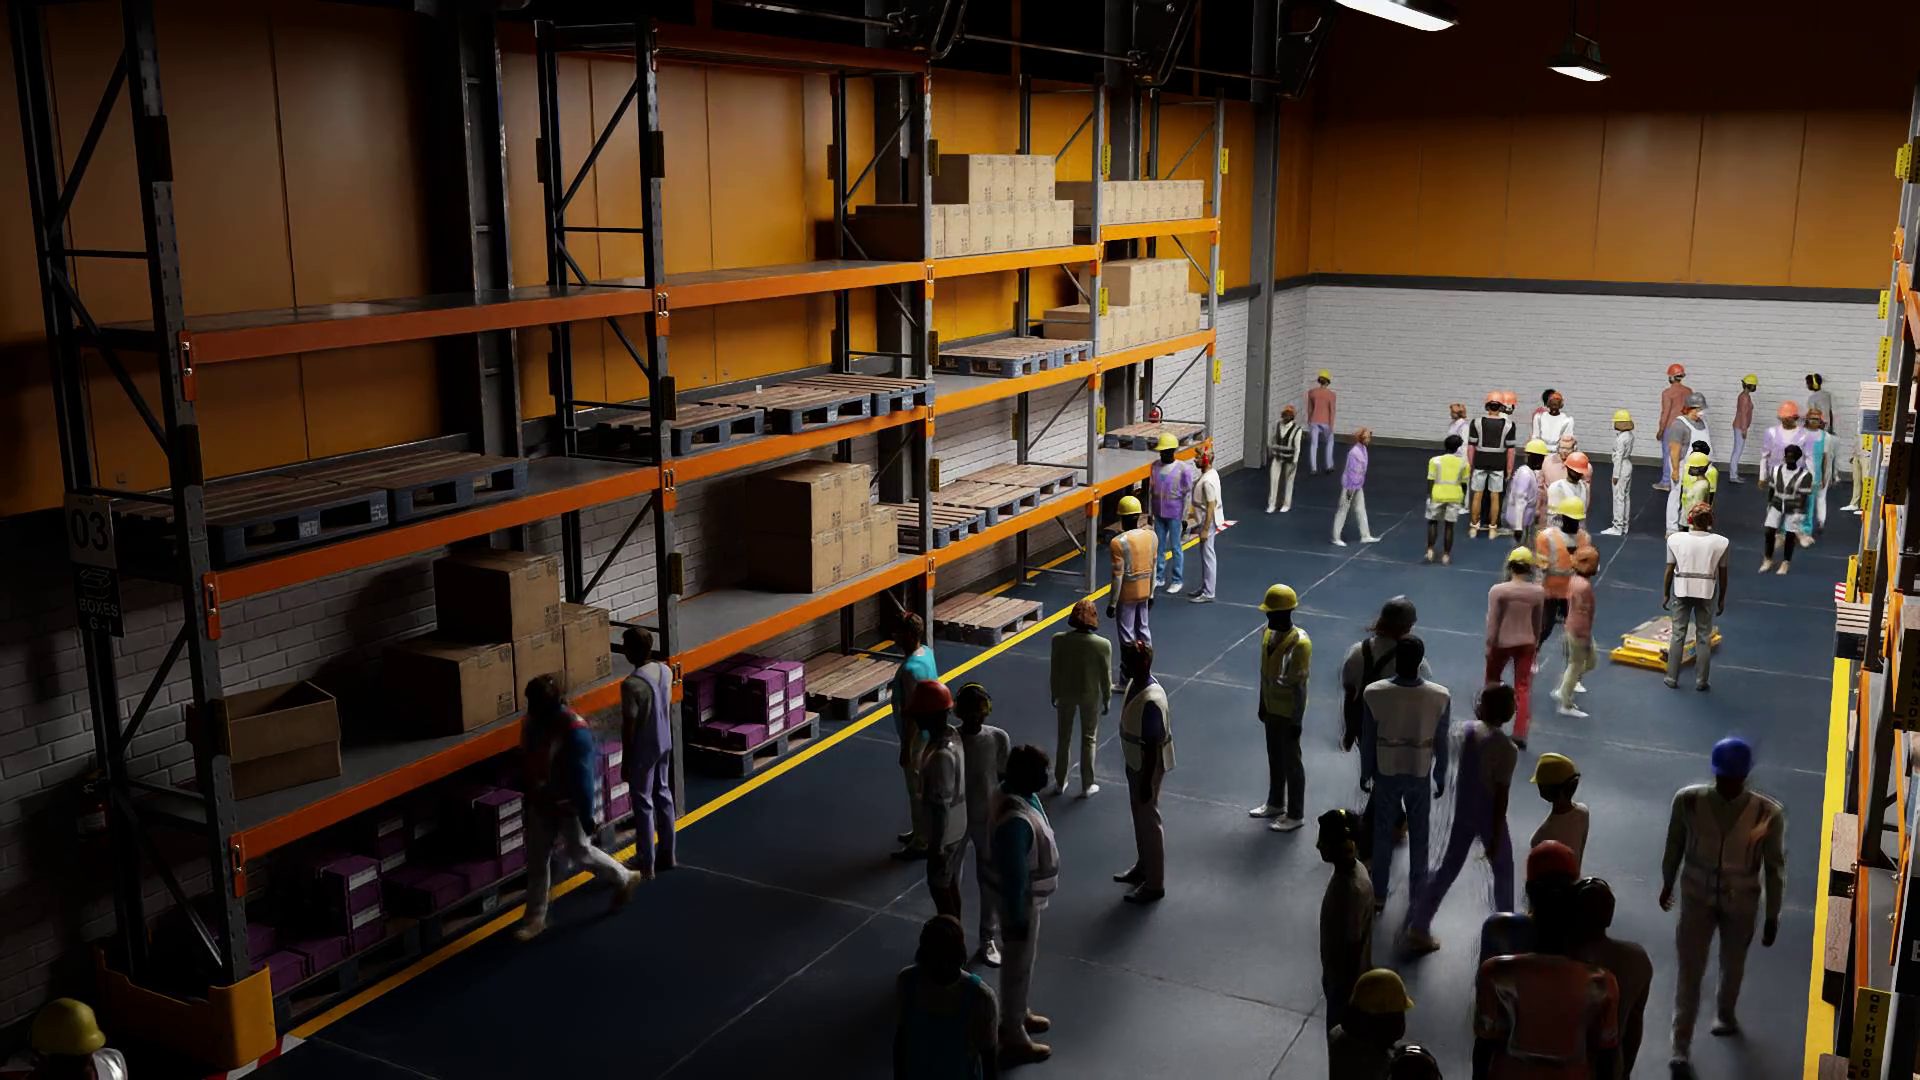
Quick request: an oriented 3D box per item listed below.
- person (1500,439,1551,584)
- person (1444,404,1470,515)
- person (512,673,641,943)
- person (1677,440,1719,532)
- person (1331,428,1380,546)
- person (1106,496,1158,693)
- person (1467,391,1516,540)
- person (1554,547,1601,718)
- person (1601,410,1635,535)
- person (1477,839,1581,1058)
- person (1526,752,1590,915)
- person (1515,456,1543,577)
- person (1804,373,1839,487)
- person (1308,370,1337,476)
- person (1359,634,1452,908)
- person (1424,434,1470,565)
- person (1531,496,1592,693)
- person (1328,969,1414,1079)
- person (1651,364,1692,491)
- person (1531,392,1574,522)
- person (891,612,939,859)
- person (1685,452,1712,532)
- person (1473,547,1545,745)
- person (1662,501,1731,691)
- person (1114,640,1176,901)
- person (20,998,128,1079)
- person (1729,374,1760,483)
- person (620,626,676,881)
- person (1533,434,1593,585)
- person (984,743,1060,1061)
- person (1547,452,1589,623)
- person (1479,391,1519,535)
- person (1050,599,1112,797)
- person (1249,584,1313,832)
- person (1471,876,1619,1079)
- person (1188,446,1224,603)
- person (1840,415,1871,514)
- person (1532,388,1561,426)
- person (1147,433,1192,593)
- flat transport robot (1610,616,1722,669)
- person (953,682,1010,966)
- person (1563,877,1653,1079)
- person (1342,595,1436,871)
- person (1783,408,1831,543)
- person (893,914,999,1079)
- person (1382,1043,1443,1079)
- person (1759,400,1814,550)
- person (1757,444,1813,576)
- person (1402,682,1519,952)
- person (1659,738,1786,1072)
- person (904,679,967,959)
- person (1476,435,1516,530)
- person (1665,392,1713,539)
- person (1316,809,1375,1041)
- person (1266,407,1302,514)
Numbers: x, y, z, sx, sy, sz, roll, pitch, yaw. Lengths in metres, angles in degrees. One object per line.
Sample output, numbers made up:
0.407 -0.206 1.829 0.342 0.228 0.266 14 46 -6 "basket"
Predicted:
6.600 -0.228 19.458 0.495 1.904 0.627 5 14 21 "person"
7.308 -1.199 24.417 0.331 1.626 0.511 -2 13 -9 "person"
-2.592 1.710 11.013 0.661 1.805 0.840 10 16 37 "person"
9.189 -0.417 20.768 0.320 1.694 0.533 -5 14 -23 "person"
5.328 -0.705 22.269 0.669 1.600 0.543 7 14 28 "person"
1.637 0.526 16.018 0.593 1.923 0.382 -10 16 -37 "person"
7.230 -1.016 22.691 0.613 2.031 0.410 4 13 16 "person"
5.715 0.852 15.239 0.358 1.618 0.510 5 14 23 "person"
9.112 -0.933 22.985 0.320 1.738 0.483 10 16 37 "person"
2.705 2.343 7.746 0.610 1.981 0.982 6 14 26 "person"
3.375 2.063 9.509 0.325 1.762 0.524 12 17 43 "person"
7.073 -0.346 20.578 0.501 1.632 0.280 0 13 1 "person"
13.595 -1.719 26.258 0.567 1.842 0.520 -8 15 -32 "person"
6.014 -1.954 27.530 0.537 1.737 0.773 8 15 33 "person"
3.017 1.576 11.322 0.591 1.922 0.392 2 13 9 "person"
6.238 -0.519 21.263 0.548 1.660 0.471 2 13 8 "person"
5.868 0.485 16.269 0.598 1.894 0.823 -2 13 -8 "person"
1.718 2.626 7.051 0.330 1.735 0.489 -4 13 -17 "person"
11.205 -1.773 26.170 0.629 1.989 0.398 -7 14 -27 "person"
8.424 -1.171 23.722 0.576 1.880 0.360 7 14 29 "person"
-0.315 1.424 12.171 0.384 1.845 0.565 2 13 10 "person"
8.591 -0.159 19.456 0.340 1.761 0.524 6 14 27 "person"
4.897 0.909 14.773 0.540 1.705 0.934 -1 13 -3 "person"
7.093 0.551 16.072 0.565 1.849 0.388 5 14 21 "person"
1.283 1.576 11.524 0.395 1.836 0.561 -2 13 -7 "person"
-3.507 2.669 6.651 0.403 1.824 0.593 5 14 23 "person"
12.621 -1.793 26.783 0.340 1.761 0.525 5 14 21 "person"
-2.228 1.507 11.832 0.353 1.838 0.509 7 14 28 "person"
7.169 -0.322 19.857 0.642 1.907 0.410 7 14 28 "person"
0.354 2.034 9.475 0.428 1.836 0.639 1 13 3 "person"
6.780 -0.036 18.525 0.543 1.928 0.373 -6 14 -24 "person"
7.491 -1.070 23.031 0.416 1.986 0.617 -3 13 -13 "person"
0.971 1.269 13.372 0.503 1.623 0.298 3 13 15 "person"
2.449 1.268 12.719 0.408 1.918 0.584 -5 14 -21 "person"
2.572 2.432 7.387 0.614 1.963 0.362 3 13 12 "person"
2.876 -0.179 19.347 0.396 1.847 0.565 2 13 7 "person"
13.237 -1.196 24.384 0.274 1.632 0.507 -1 13 -6 "person"
8.988 -1.508 25.685 0.709 1.674 0.534 -4 13 -19 "person"
2.471 -0.326 19.828 0.594 1.924 0.382 12 17 42 "person"
7.391 1.058 17.368 0.652 0.197 1.431 11 17 40 "flat transport robot"
0.068 1.790 10.509 0.511 1.861 0.331 -1 13 -5 "person"
2.768 2.428 7.469 0.637 1.938 0.355 -5 14 -21 "person"
3.196 1.344 12.090 0.977 2.000 0.696 -8 15 -33 "person"
11.425 -0.868 22.436 0.505 1.847 0.347 2 13 10 "person"
-0.079 2.505 7.349 0.506 1.841 0.346 6 14 24 "person"
1.657 2.756 6.227 0.504 1.840 0.341 1 13 5 "person"
10.950 -0.855 22.006 0.667 2.015 0.637 11 17 40 "person"
10.206 -0.364 20.551 0.544 1.674 0.536 -12 17 -42 "person"
3.304 1.788 10.666 0.938 1.807 0.507 -7 15 -30 "person"
4.299 2.018 9.406 0.653 1.895 1.006 7 14 29 "person"
-0.151 1.791 10.356 0.388 1.928 0.545 1 13 3 "person"
7.466 -0.980 23.175 0.487 1.741 0.314 7 14 28 "person"
9.927 -0.999 22.579 0.690 2.000 0.538 -9 15 -35 "person"
1.930 2.246 8.464 0.329 1.862 0.511 1 13 5 "person"
4.717 -1.157 24.272 0.536 1.597 0.691 8 15 32 "person"
